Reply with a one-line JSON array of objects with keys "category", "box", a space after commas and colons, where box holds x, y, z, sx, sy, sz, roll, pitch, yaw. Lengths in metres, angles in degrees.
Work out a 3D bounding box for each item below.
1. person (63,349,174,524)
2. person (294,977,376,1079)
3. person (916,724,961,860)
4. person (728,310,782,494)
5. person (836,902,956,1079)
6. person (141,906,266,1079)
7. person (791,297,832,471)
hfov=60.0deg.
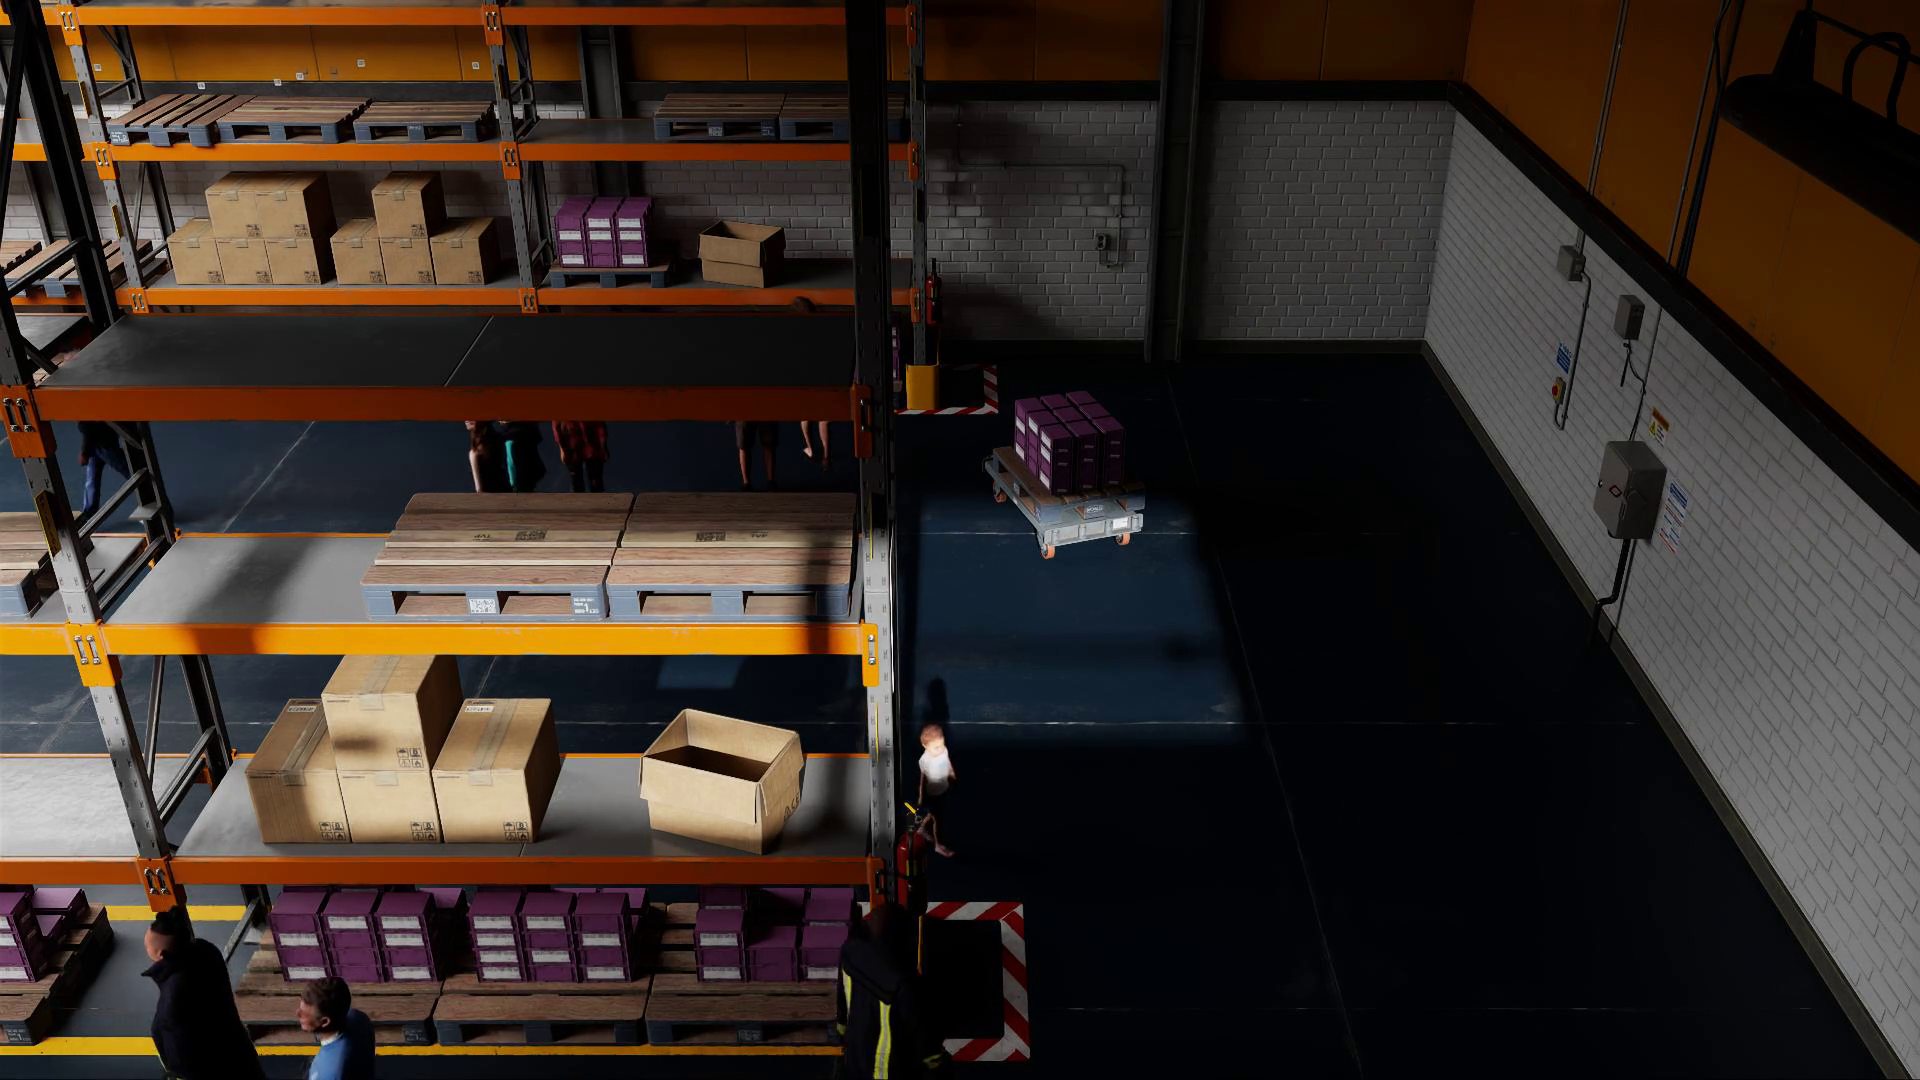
[{"category": "person", "box": [-7.529, -0.870, 14.827, 1.221, 1.703, 0.977, -15, 32, -25]}, {"category": "person", "box": [-2.826, 2.802, 7.995, 1.144, 1.799, 0.858, -7, 29, -13]}, {"category": "person", "box": [-0.198, 1.626, 10.982, 0.649, 1.004, 0.573, 18, 33, 30]}, {"category": "person", "box": [-1.880, -1.251, 15.360, 0.565, 1.861, 0.767, -5, 29, -9]}, {"category": "person", "box": [-0.430, 2.596, 8.375, 1.168, 1.798, 1.075, -20, 35, -33]}, {"category": "person", "box": [-3.696, 2.592, 8.332, 0.816, 1.845, 0.761, -1, 29, -1]}, {"category": "person", "box": [-1.391, -1.454, 15.912, 1.004, 1.689, 0.812, -6, 29, -11]}]
